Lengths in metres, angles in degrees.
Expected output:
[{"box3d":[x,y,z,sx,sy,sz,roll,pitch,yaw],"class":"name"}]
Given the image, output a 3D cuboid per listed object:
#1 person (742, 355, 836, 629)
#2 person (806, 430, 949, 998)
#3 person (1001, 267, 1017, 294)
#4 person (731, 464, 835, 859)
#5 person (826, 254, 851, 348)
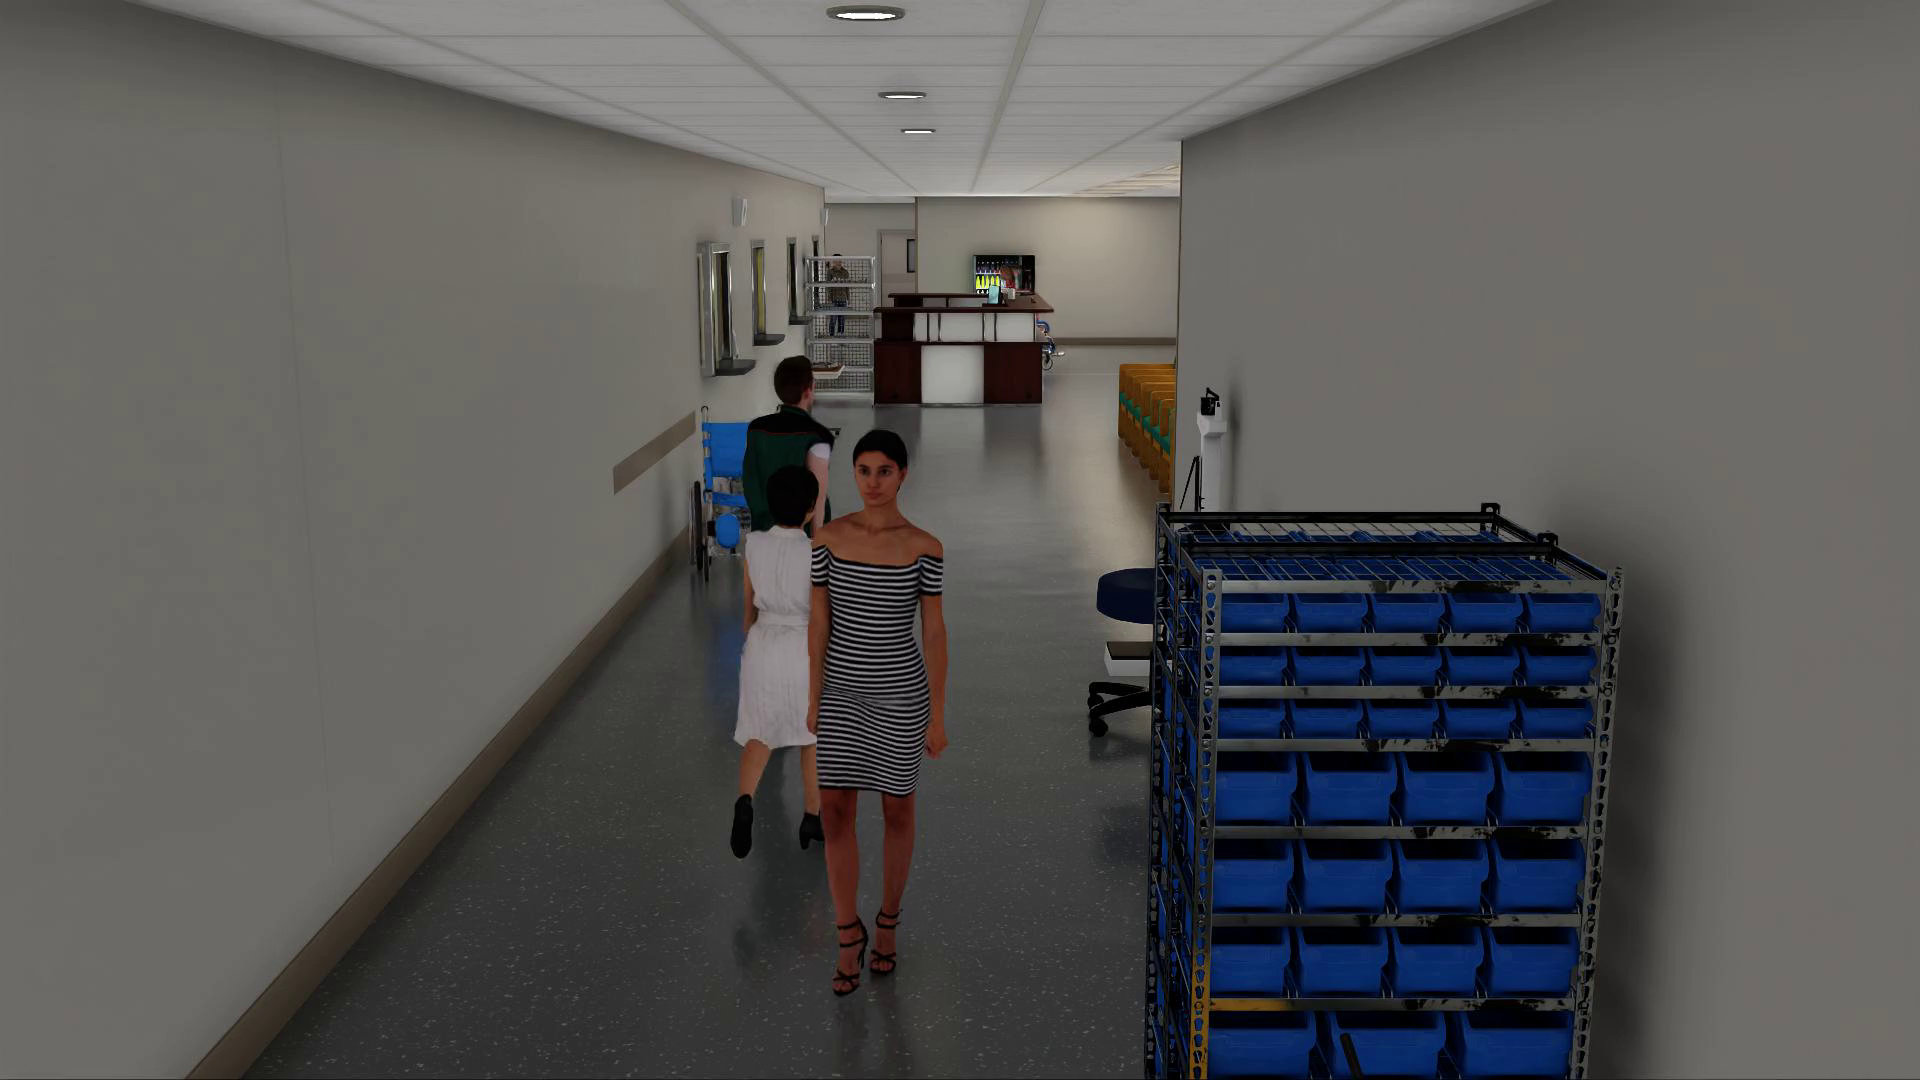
[{"box3d":[-0.852,0.067,7.843,1.008,1.811,0.949,5,12,24],"class":"person"},{"box3d":[-0.250,0.535,5.383,0.645,1.808,0.753,2,11,9],"class":"person"},{"box3d":[0.935,-3.867,28.896,1.005,1.691,0.631,1,11,5],"class":"person"},{"box3d":[-0.685,0.499,6.306,0.889,1.534,0.775,3,11,16],"class":"person"},{"box3d":[-2.478,-4.851,33.614,0.752,1.865,0.851,-8,13,-36],"class":"person"}]
